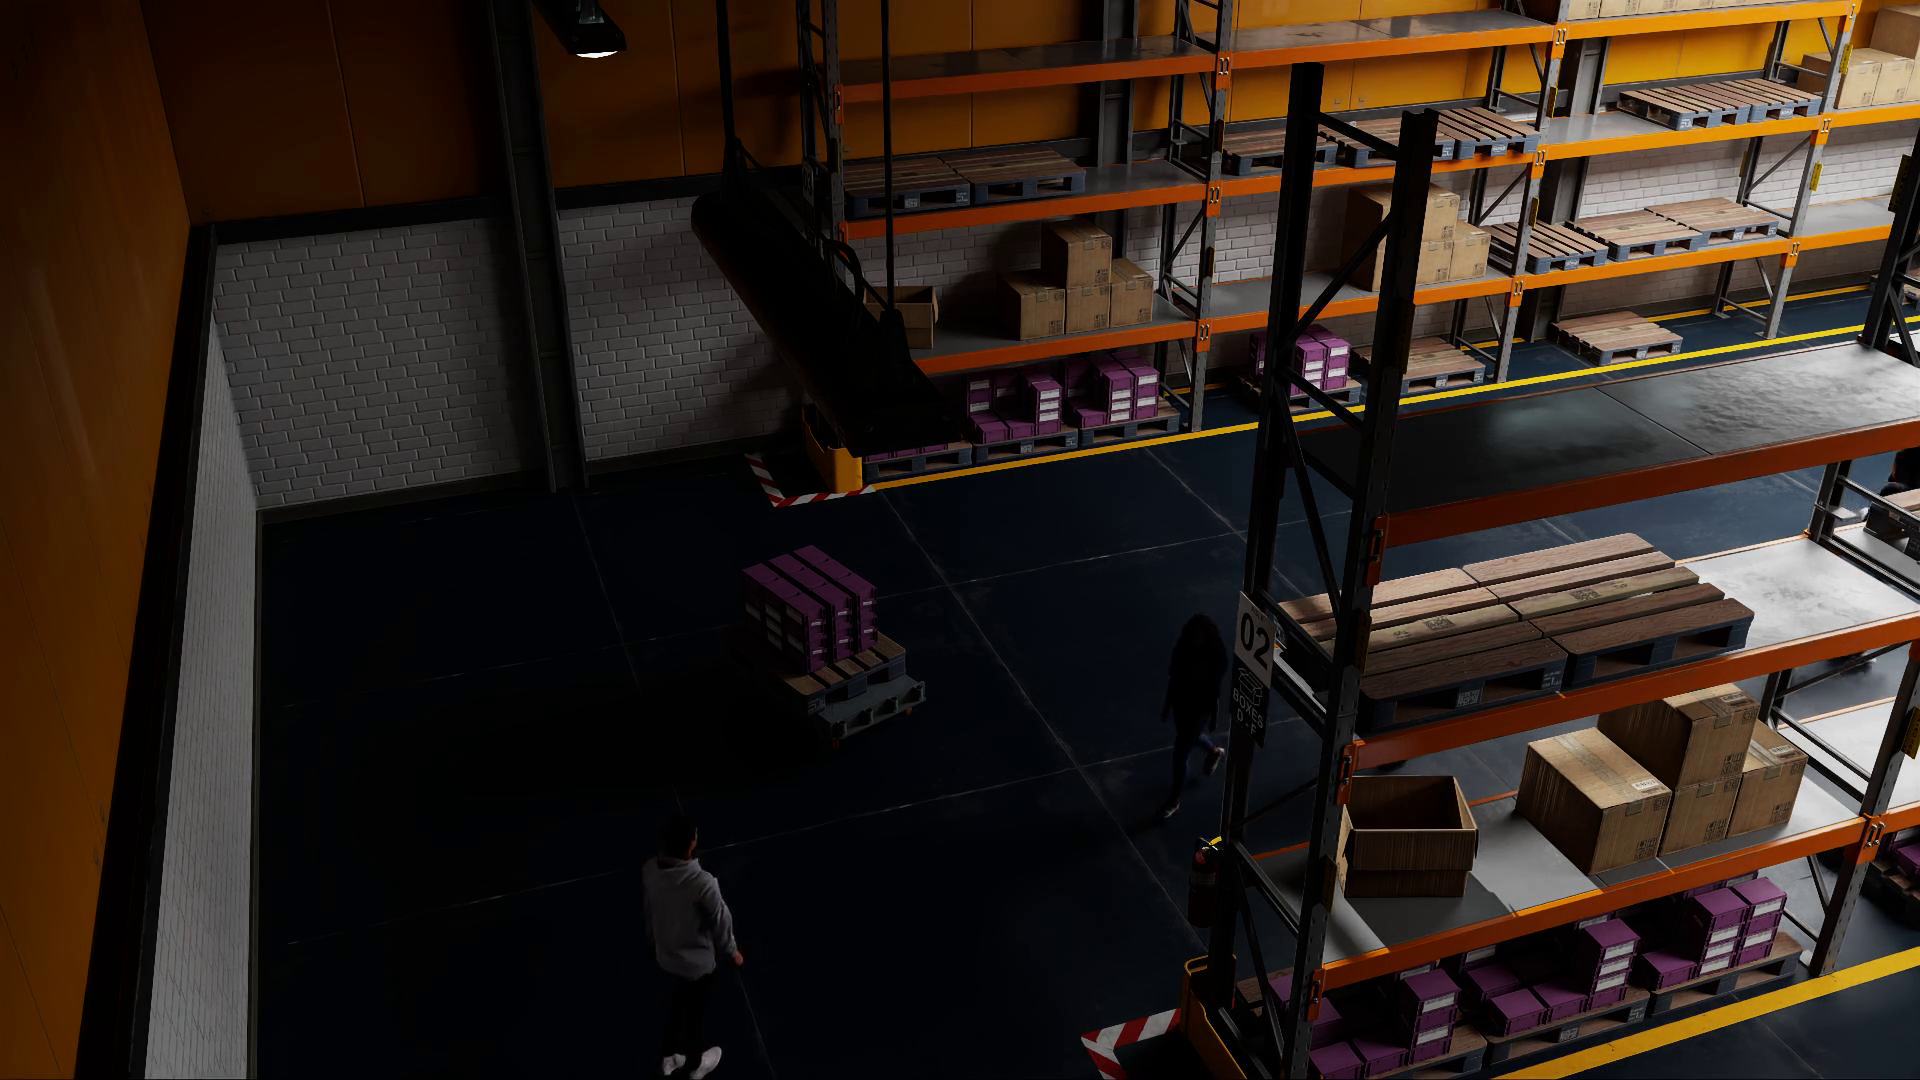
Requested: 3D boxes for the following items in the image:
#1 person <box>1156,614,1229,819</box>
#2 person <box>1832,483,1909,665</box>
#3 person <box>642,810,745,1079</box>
[{"bbox_3d":[1.747,1.227,12.241,1.154,1.585,0.859,-23,36,-36],"label":"person"},{"bbox_3d":[7.530,0.298,13.858,0.674,1.667,0.709,-8,30,-14],"label":"person"},{"bbox_3d":[-1.642,2.456,9.648,0.864,1.910,0.914,16,32,26],"label":"person"}]
